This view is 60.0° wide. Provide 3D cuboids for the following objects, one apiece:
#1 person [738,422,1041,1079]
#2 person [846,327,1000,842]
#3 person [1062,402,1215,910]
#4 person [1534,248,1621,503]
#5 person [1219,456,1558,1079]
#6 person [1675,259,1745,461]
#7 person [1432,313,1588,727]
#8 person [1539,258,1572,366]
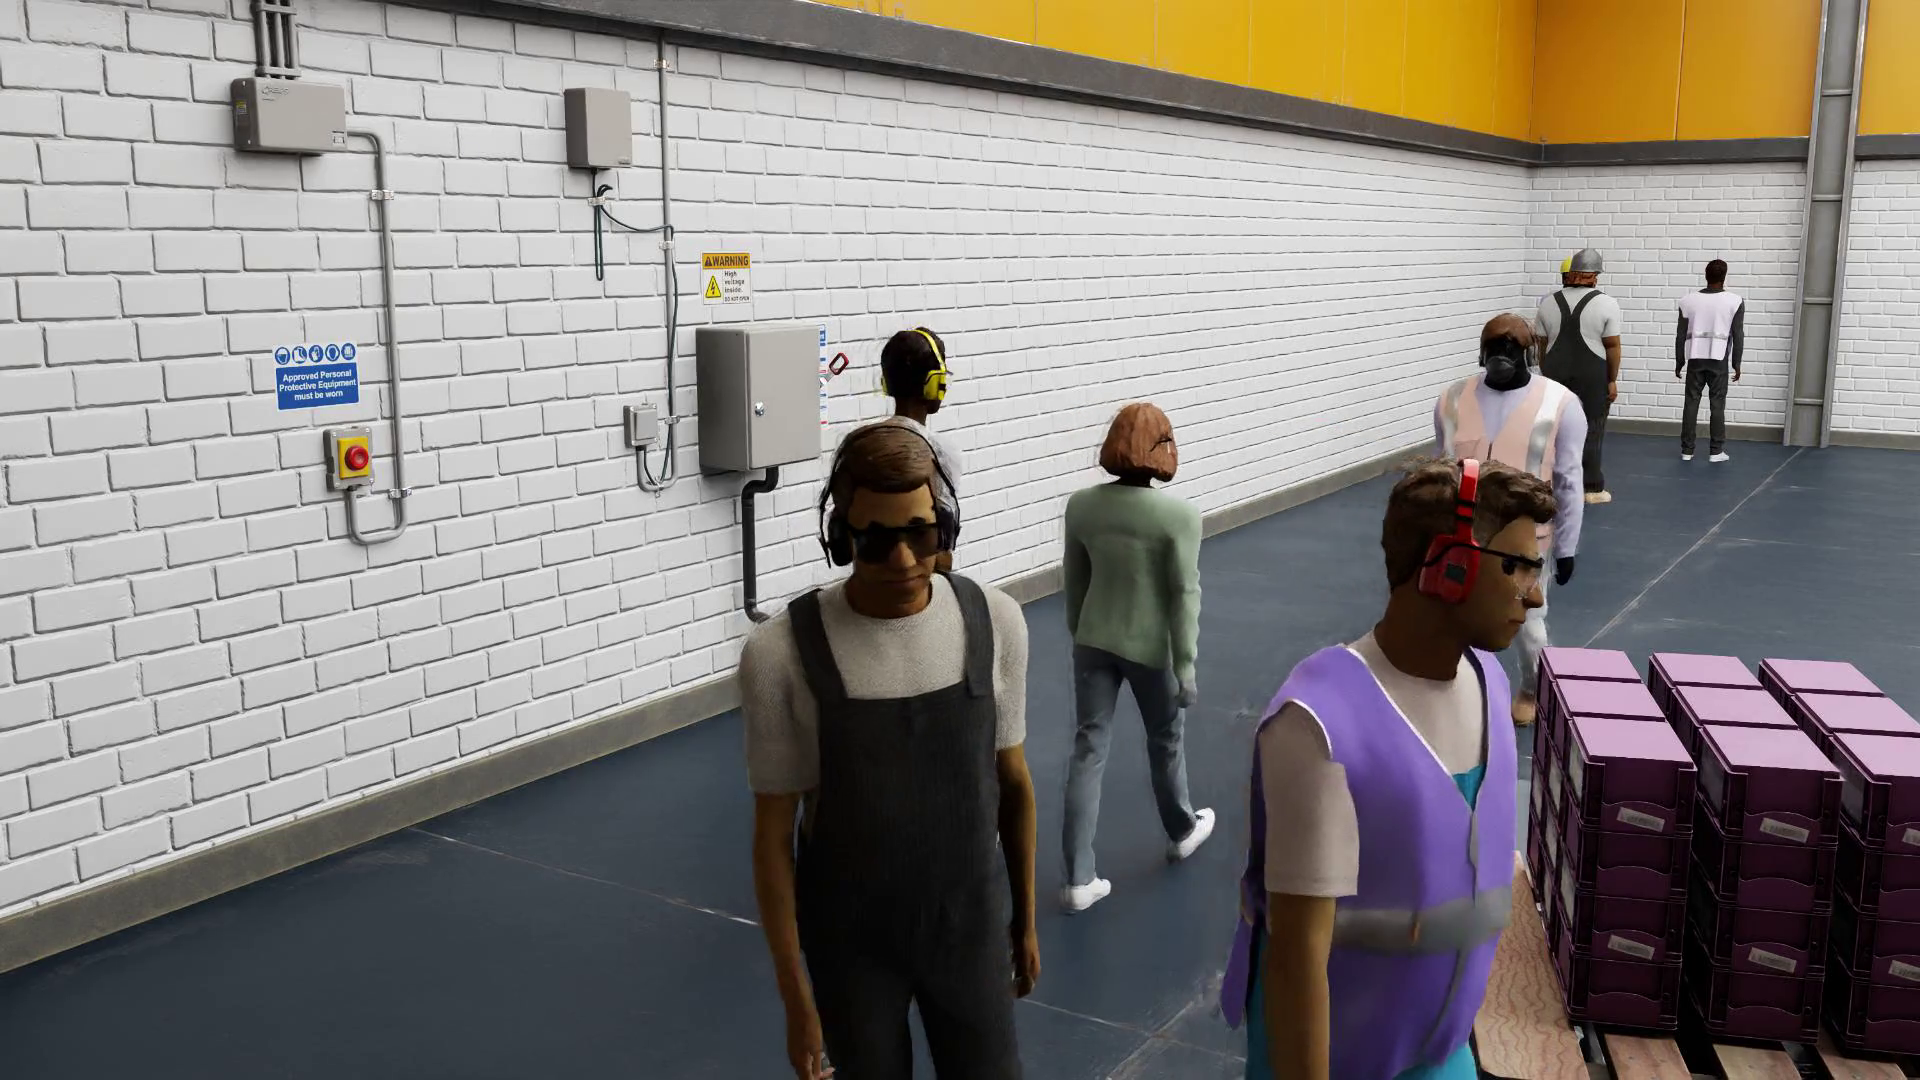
[{"bbox_3d":[-0.102,0.692,2.842,0.542,1.821,0.434,-3,11,-17],"label":"person"},{"bbox_3d":[-0.146,0.234,5.359,0.526,1.820,0.951,8,13,36],"label":"person"},{"bbox_3d":[0.570,0.347,5.382,0.521,1.580,0.838,7,12,32],"label":"person"},{"bbox_3d":[5.001,-1.323,13.398,0.683,2.000,0.538,10,14,43],"label":"person"},{"bbox_3d":[0.627,0.790,2.374,0.688,1.789,0.946,-8,13,-38],"label":"person"},{"bbox_3d":[7.131,-1.705,15.856,0.597,1.916,0.371,7,12,34],"label":"person"},{"bbox_3d":[2.250,-0.030,6.867,0.627,1.819,0.844,6,12,32],"label":"person"},{"bbox_3d":[6.393,-2.006,17.538,0.582,1.919,0.391,4,11,20],"label":"person"}]
